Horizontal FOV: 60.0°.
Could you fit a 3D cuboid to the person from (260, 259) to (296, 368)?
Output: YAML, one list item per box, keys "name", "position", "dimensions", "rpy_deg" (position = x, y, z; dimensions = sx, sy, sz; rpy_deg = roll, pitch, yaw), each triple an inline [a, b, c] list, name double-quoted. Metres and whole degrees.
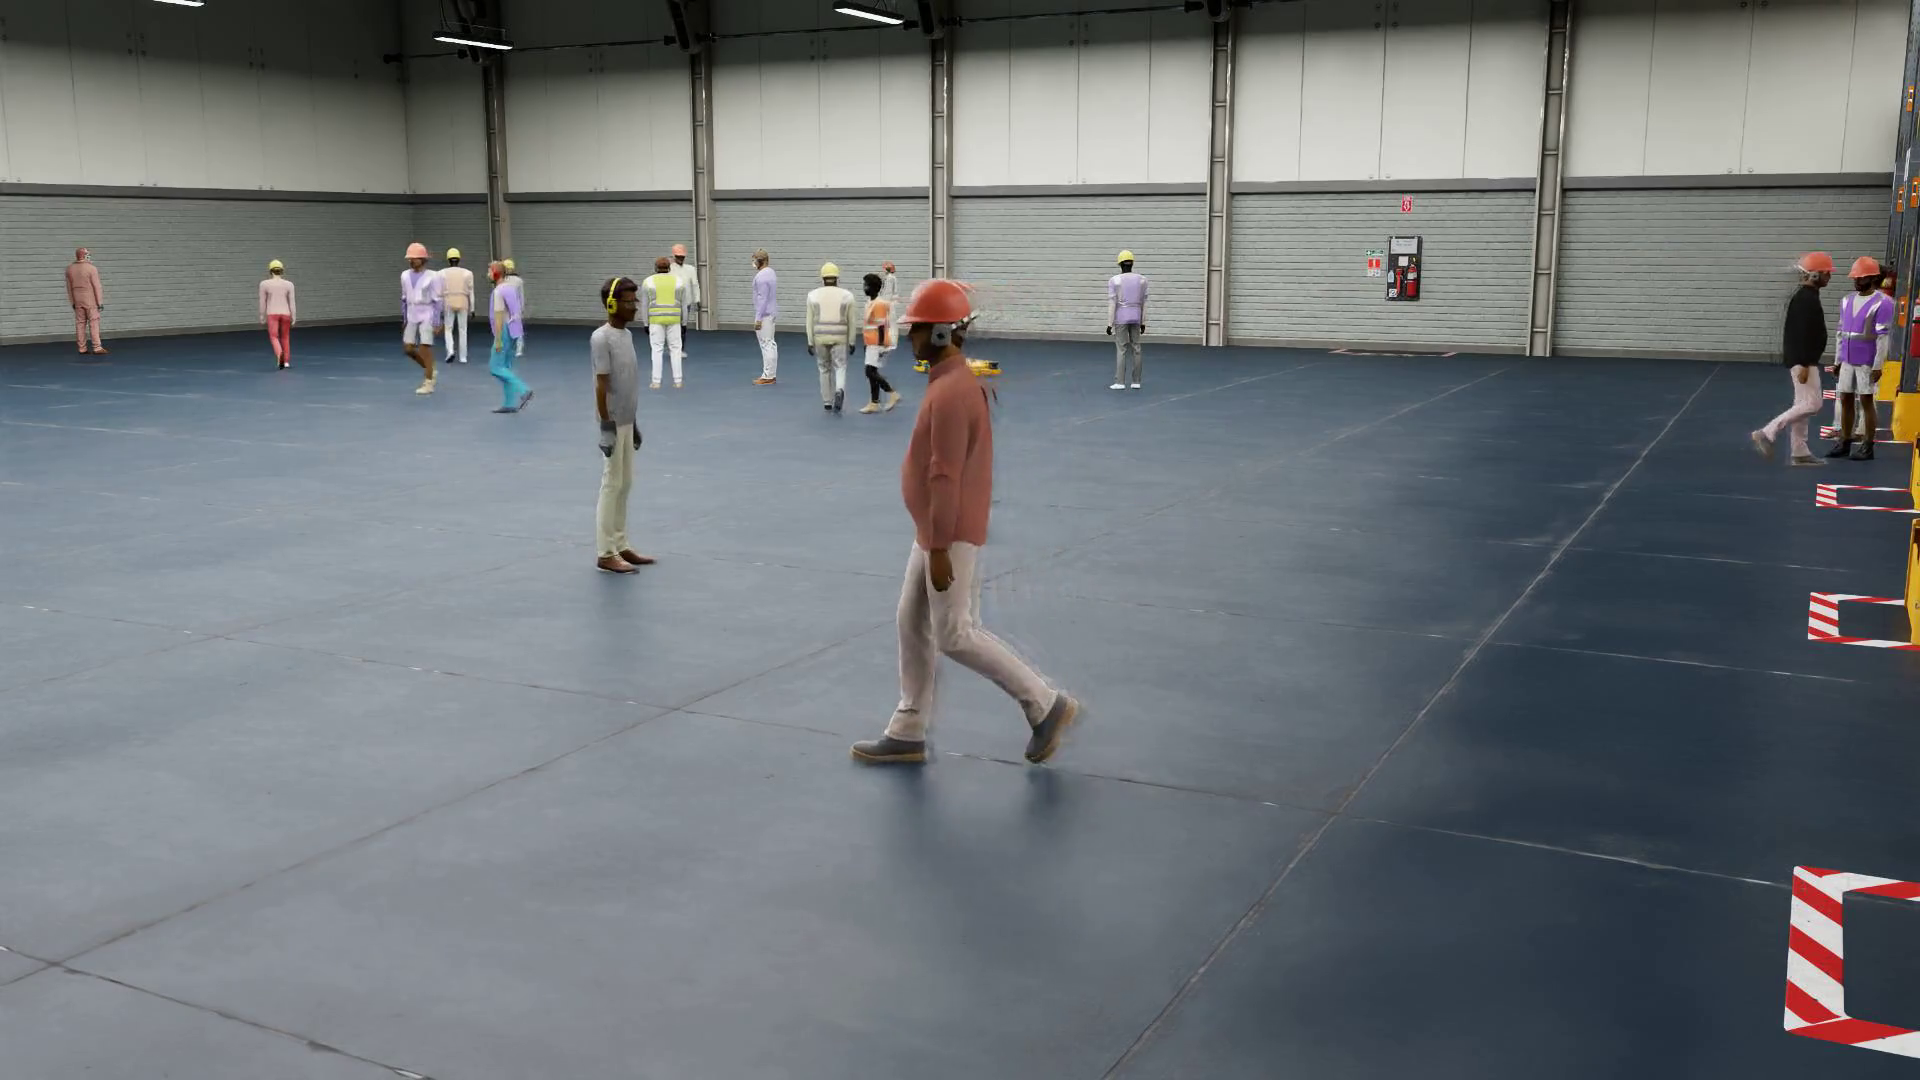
- name: "person"
  position: [-10.863, -3.593, 26.542]
  dimensions: [0.530, 1.749, 0.667]
  rpy_deg: [-6, 12, -31]

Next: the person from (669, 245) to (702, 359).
- name: "person"
  position: [-4.782, -4.099, 28.714]
  dimensions: [0.626, 1.949, 0.922]
  rpy_deg: [-7, 12, -32]

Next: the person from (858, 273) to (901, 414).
- name: "person"
  position: [-0.998, -2.332, 19.812]
  dimensions: [0.384, 1.684, 0.542]
  rpy_deg: [-2, 11, -13]

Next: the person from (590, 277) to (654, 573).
- name: "person"
  position: [-2.165, -0.730, 10.592]
  dimensions: [0.310, 1.864, 0.533]
  rpy_deg: [2, 11, 9]

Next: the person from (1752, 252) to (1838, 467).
- name: "person"
  position: [7.728, -1.653, 15.306]
  dimensions: [0.564, 1.980, 0.636]
  rpy_deg: [4, 11, 22]

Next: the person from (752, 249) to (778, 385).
- name: "person"
  position: [-2.792, -3.171, 23.714]
  dimensions: [0.373, 1.937, 0.629]
  rpy_deg: [1, 10, 7]

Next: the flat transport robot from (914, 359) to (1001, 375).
- name: "flat transport robot"
  position: [-0.049, -2.672, 25.535]
  dimensions: [0.652, 0.197, 1.431]
  rpy_deg: [-7, 13, -34]

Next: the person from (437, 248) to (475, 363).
- name: "person"
  position: [-8.367, -3.882, 27.639]
  dimensions: [0.595, 1.918, 0.489]
  rpy_deg: [-3, 11, -16]

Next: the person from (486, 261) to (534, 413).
- name: "person"
  position: [-5.425, -2.417, 19.879]
  dimensions: [0.467, 1.826, 0.586]
  rpy_deg: [-1, 10, -4]

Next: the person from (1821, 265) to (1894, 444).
- name: "person"
  position: [9.238, -1.903, 17.097]
  dimensions: [0.609, 1.818, 0.616]
  rpy_deg: [-4, 11, -19]

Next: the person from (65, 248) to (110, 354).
- name: "person"
  position: [-15.639, -4.275, 29.814]
  dimensions: [0.650, 1.907, 0.409]
  rpy_deg: [2, 11, 11]

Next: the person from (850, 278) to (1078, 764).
- name: "person"
  position: [0.013, -0.047, 6.598]
  dimensions: [0.851, 1.967, 0.624]
  rpy_deg: [0, 10, -1]

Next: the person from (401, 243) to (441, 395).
- name: "person"
  position: [-7.221, -2.960, 22.306]
  dimensions: [0.628, 2.028, 0.481]
  rpy_deg: [4, 11, 21]

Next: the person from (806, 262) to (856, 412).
- name: "person"
  position: [-1.543, -2.411, 19.899]
  dimensions: [0.598, 1.814, 0.628]
  rpy_deg: [-1, 10, -4]

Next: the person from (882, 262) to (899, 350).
- name: "person"
  position: [-1.297, -4.361, 31.009]
  dimensions: [0.311, 1.639, 0.512]
  rpy_deg: [1, 10, 7]

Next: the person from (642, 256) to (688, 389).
- name: "person"
  position: [-4.116, -3.032, 23.235]
  dimensions: [0.626, 1.837, 0.430]
  rpy_deg: [-3, 11, -17]

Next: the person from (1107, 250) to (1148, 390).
- name: "person"
  position: [2.304, -3.035, 23.021]
  dimensions: [0.585, 1.918, 0.379]
  rpy_deg: [-4, 11, -20]

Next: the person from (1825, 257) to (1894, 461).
- name: "person"
  position: [8.535, -1.714, 15.804]
  dimensions: [0.386, 1.930, 0.540]
  rpy_deg: [-3, 11, -18]

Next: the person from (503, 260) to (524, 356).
- name: "person"
  position: [-7.971, -4.115, 29.512]
  dimensions: [0.505, 1.689, 0.917]
  rpy_deg: [-6, 12, -30]
